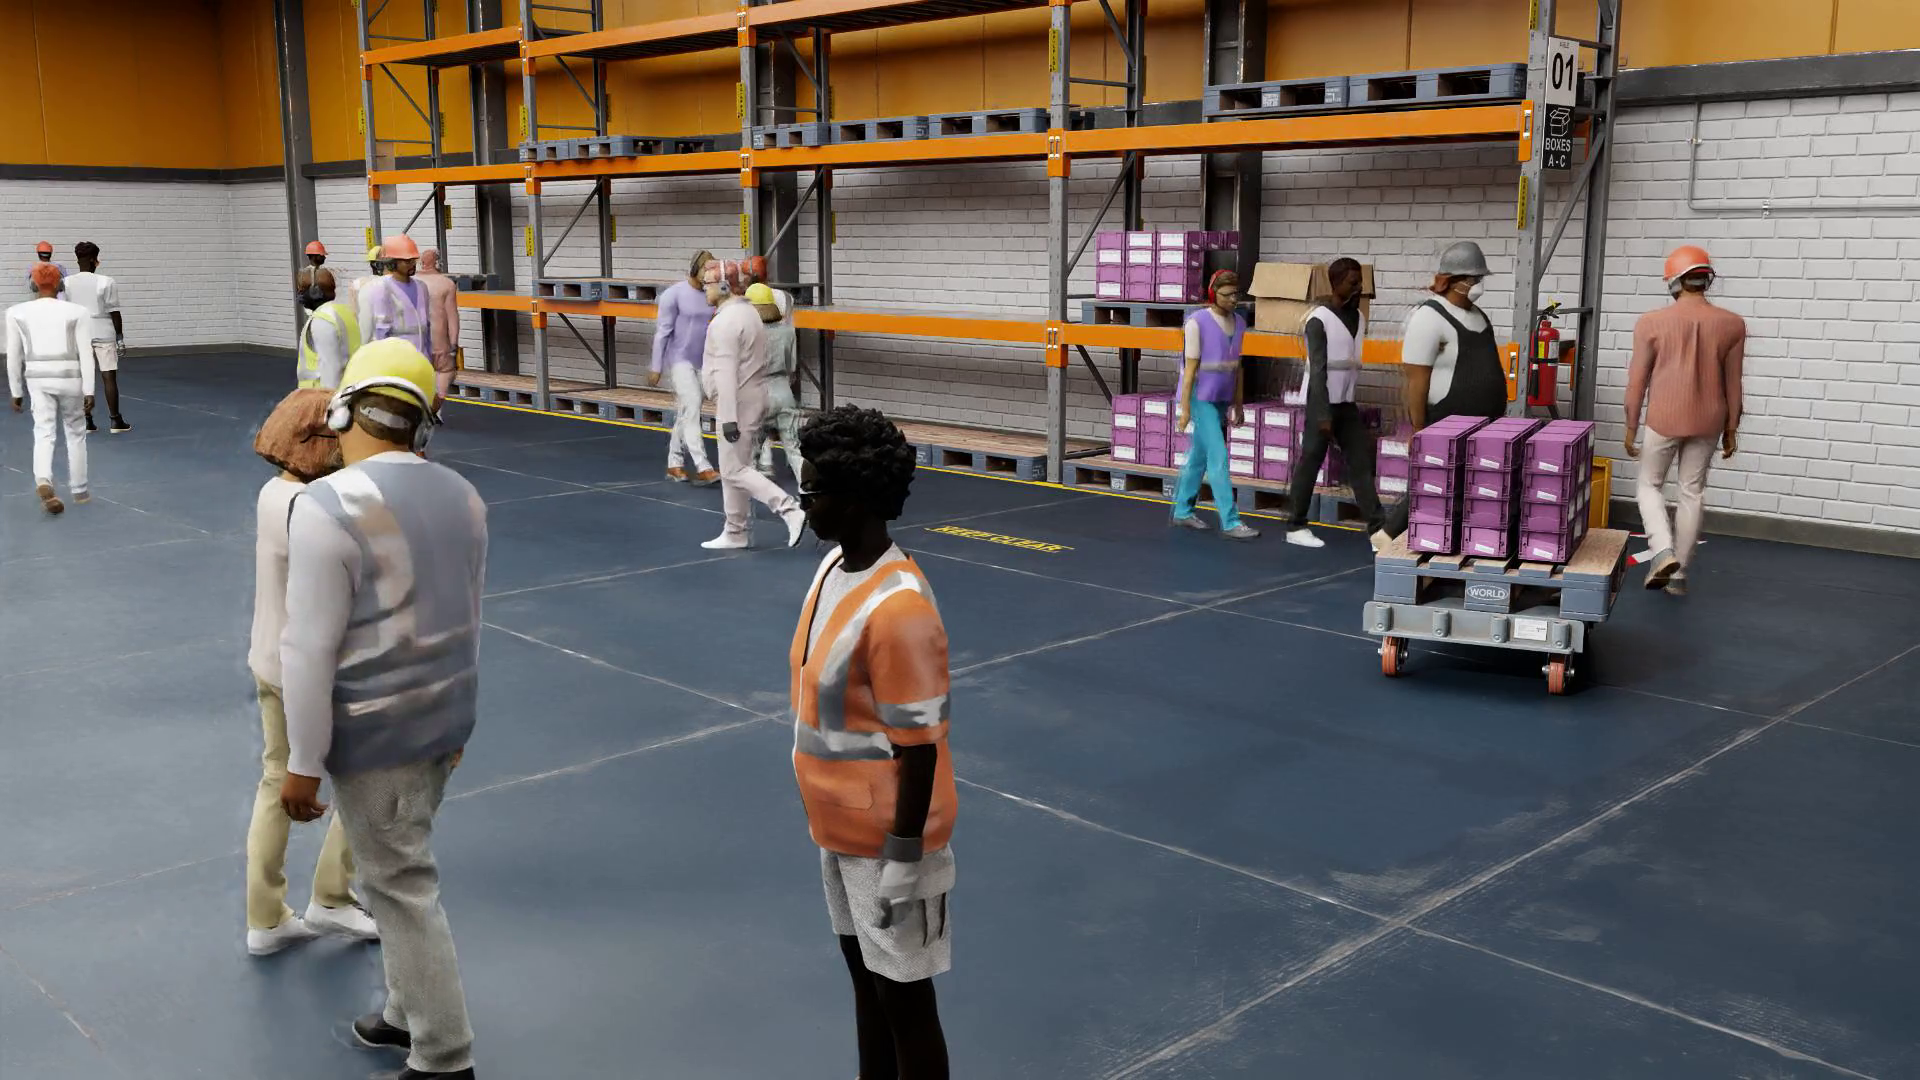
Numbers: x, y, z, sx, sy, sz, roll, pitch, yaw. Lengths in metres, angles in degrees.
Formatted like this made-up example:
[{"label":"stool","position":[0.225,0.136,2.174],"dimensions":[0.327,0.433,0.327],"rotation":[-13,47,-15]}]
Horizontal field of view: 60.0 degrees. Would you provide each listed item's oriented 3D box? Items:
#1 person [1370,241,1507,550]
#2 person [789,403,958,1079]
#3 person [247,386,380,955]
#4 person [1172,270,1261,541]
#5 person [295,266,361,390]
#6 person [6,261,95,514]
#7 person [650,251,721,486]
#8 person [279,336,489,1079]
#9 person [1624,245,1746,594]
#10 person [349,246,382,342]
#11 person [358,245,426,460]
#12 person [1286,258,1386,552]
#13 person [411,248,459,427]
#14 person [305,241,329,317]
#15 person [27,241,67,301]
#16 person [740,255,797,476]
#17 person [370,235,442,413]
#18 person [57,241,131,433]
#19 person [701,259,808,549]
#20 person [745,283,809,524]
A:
[{"label":"person","position":[2.829,-0.769,9.737],"dimensions":[0.964,2.000,0.688],"rotation":[10,14,43]},{"label":"person","position":[-0.178,0.572,3.358],"dimensions":[0.322,1.699,0.535],"rotation":[-4,11,-20]},{"label":"person","position":[-1.804,0.376,4.648],"dimensions":[0.508,1.605,0.615],"rotation":[-8,13,-36]},{"label":"person","position":[1.734,-0.892,11.087],"dimensions":[0.887,1.787,0.663],"rotation":[10,14,42]},{"label":"person","position":[-4.287,-0.908,11.129],"dimensions":[0.822,1.812,0.642],"rotation":[0,10,-2]},{"label":"person","position":[-6.676,-1.120,12.225],"dimensions":[0.587,1.846,0.942],"rotation":[-4,11,-20]},{"label":"person","position":[-2.103,-1.374,13.464],"dimensions":[0.953,1.882,0.684],"rotation":[9,14,40]},{"label":"person","position":[-1.322,0.443,3.852],"dimensions":[0.406,1.796,0.613],"rotation":[2,11,13]},{"label":"person","position":[4.046,-0.651,9.286],"dimensions":[0.637,1.974,0.533],"rotation":[2,11,8]},{"label":"person","position":[-6.099,-2.145,17.599],"dimensions":[0.607,1.905,0.514],"rotation":[0,10,-1]},{"label":"person","position":[-5.028,-1.643,14.795],"dimensions":[0.639,1.936,0.381],"rotation":[-9,14,-40]},{"label":"person","position":[2.464,-0.839,10.568],"dimensions":[0.611,1.868,0.972],"rotation":[-10,14,-43]},{"label":"person","position":[-5.563,-2.110,17.479],"dimensions":[0.660,1.890,0.494],"rotation":[2,11,10]},{"label":"person","position":[-8.858,-3.149,22.998],"dimensions":[0.356,1.936,0.551],"rotation":[-3,11,-15]},{"label":"person","position":[-13.892,-3.584,25.374],"dimensions":[0.549,1.935,0.371],"rotation":[-9,14,-41]},{"label":"person","position":[-1.587,-1.439,13.886],"dimensions":[0.599,1.857,0.550],"rotation":[-9,13,-39]},{"label":"person","position":[-4.628,-1.522,13.880],"dimensions":[0.488,2.024,0.635],"rotation":[5,11,23]},{"label":"person","position":[-8.867,-2.065,17.029],"dimensions":[0.602,1.958,0.381],"rotation":[-2,11,-8]},{"label":"person","position":[-1.317,-0.828,10.517],"dimensions":[0.699,1.884,0.640],"rotation":[2,11,8]},{"label":"person","position":[-1.324,-0.957,11.718],"dimensions":[0.491,1.692,0.933],"rotation":[-10,14,-42]}]
